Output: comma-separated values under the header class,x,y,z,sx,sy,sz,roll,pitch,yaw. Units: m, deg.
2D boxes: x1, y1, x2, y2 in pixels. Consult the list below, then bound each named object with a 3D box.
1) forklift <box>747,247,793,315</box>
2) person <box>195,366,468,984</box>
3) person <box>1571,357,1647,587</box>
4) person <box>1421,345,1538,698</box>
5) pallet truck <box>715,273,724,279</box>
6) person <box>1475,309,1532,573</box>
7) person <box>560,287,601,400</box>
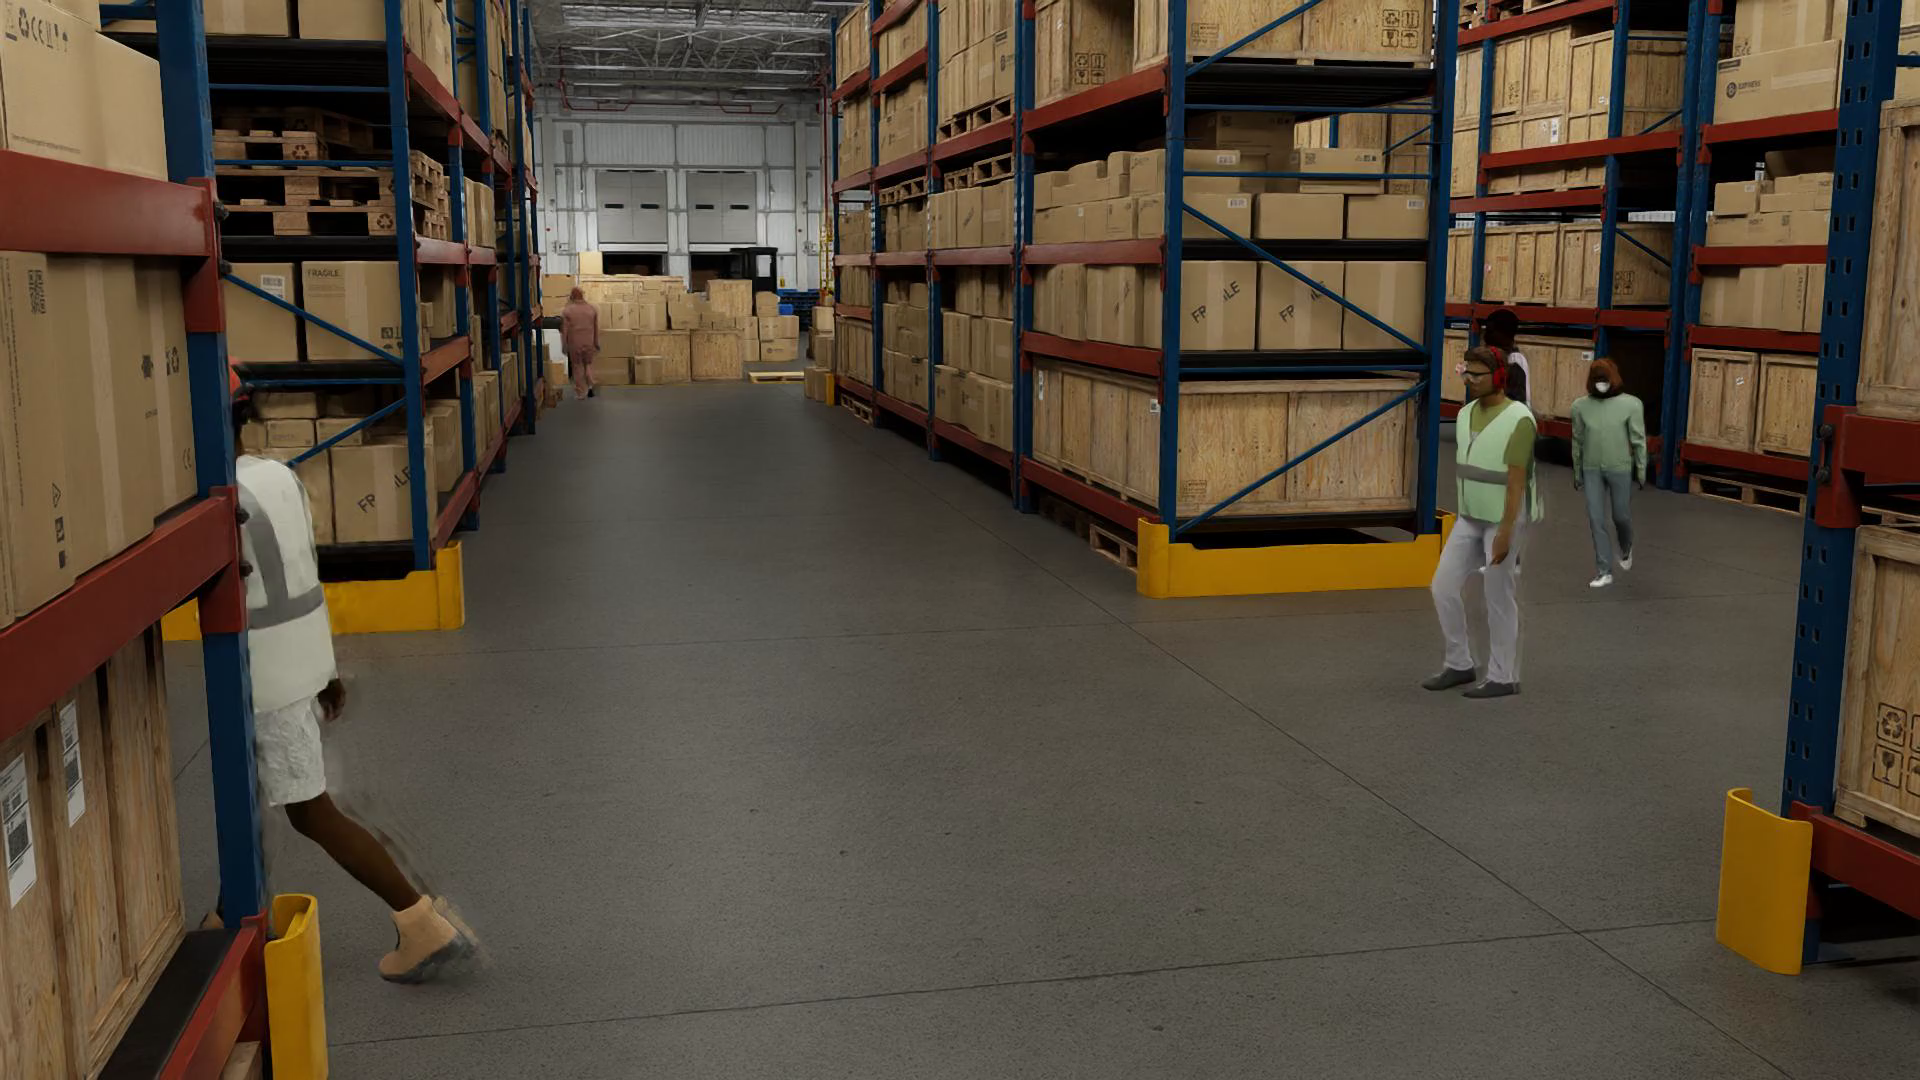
class,x,y,z,sx,sy,sz,roll,pitch,yaw
forklift,-6.007,-7.555,50.873,1.129,2.768,1.873,-7,12,-38
person,-2.019,0.414,5.056,1.002,1.989,0.638,-1,9,-4
person,4.565,-0.488,11.685,0.519,1.605,0.558,7,11,36
person,2.647,-0.074,8.502,0.581,1.827,0.569,-4,10,-22
pallet truck,-8.580,-8.986,62.280,1.885,1.965,0.823,1,9,5
person,3.956,-0.711,12.084,0.372,1.916,0.597,1,9,4
person,-6.395,-3.303,27.951,0.676,1.891,0.431,-6,11,-31
